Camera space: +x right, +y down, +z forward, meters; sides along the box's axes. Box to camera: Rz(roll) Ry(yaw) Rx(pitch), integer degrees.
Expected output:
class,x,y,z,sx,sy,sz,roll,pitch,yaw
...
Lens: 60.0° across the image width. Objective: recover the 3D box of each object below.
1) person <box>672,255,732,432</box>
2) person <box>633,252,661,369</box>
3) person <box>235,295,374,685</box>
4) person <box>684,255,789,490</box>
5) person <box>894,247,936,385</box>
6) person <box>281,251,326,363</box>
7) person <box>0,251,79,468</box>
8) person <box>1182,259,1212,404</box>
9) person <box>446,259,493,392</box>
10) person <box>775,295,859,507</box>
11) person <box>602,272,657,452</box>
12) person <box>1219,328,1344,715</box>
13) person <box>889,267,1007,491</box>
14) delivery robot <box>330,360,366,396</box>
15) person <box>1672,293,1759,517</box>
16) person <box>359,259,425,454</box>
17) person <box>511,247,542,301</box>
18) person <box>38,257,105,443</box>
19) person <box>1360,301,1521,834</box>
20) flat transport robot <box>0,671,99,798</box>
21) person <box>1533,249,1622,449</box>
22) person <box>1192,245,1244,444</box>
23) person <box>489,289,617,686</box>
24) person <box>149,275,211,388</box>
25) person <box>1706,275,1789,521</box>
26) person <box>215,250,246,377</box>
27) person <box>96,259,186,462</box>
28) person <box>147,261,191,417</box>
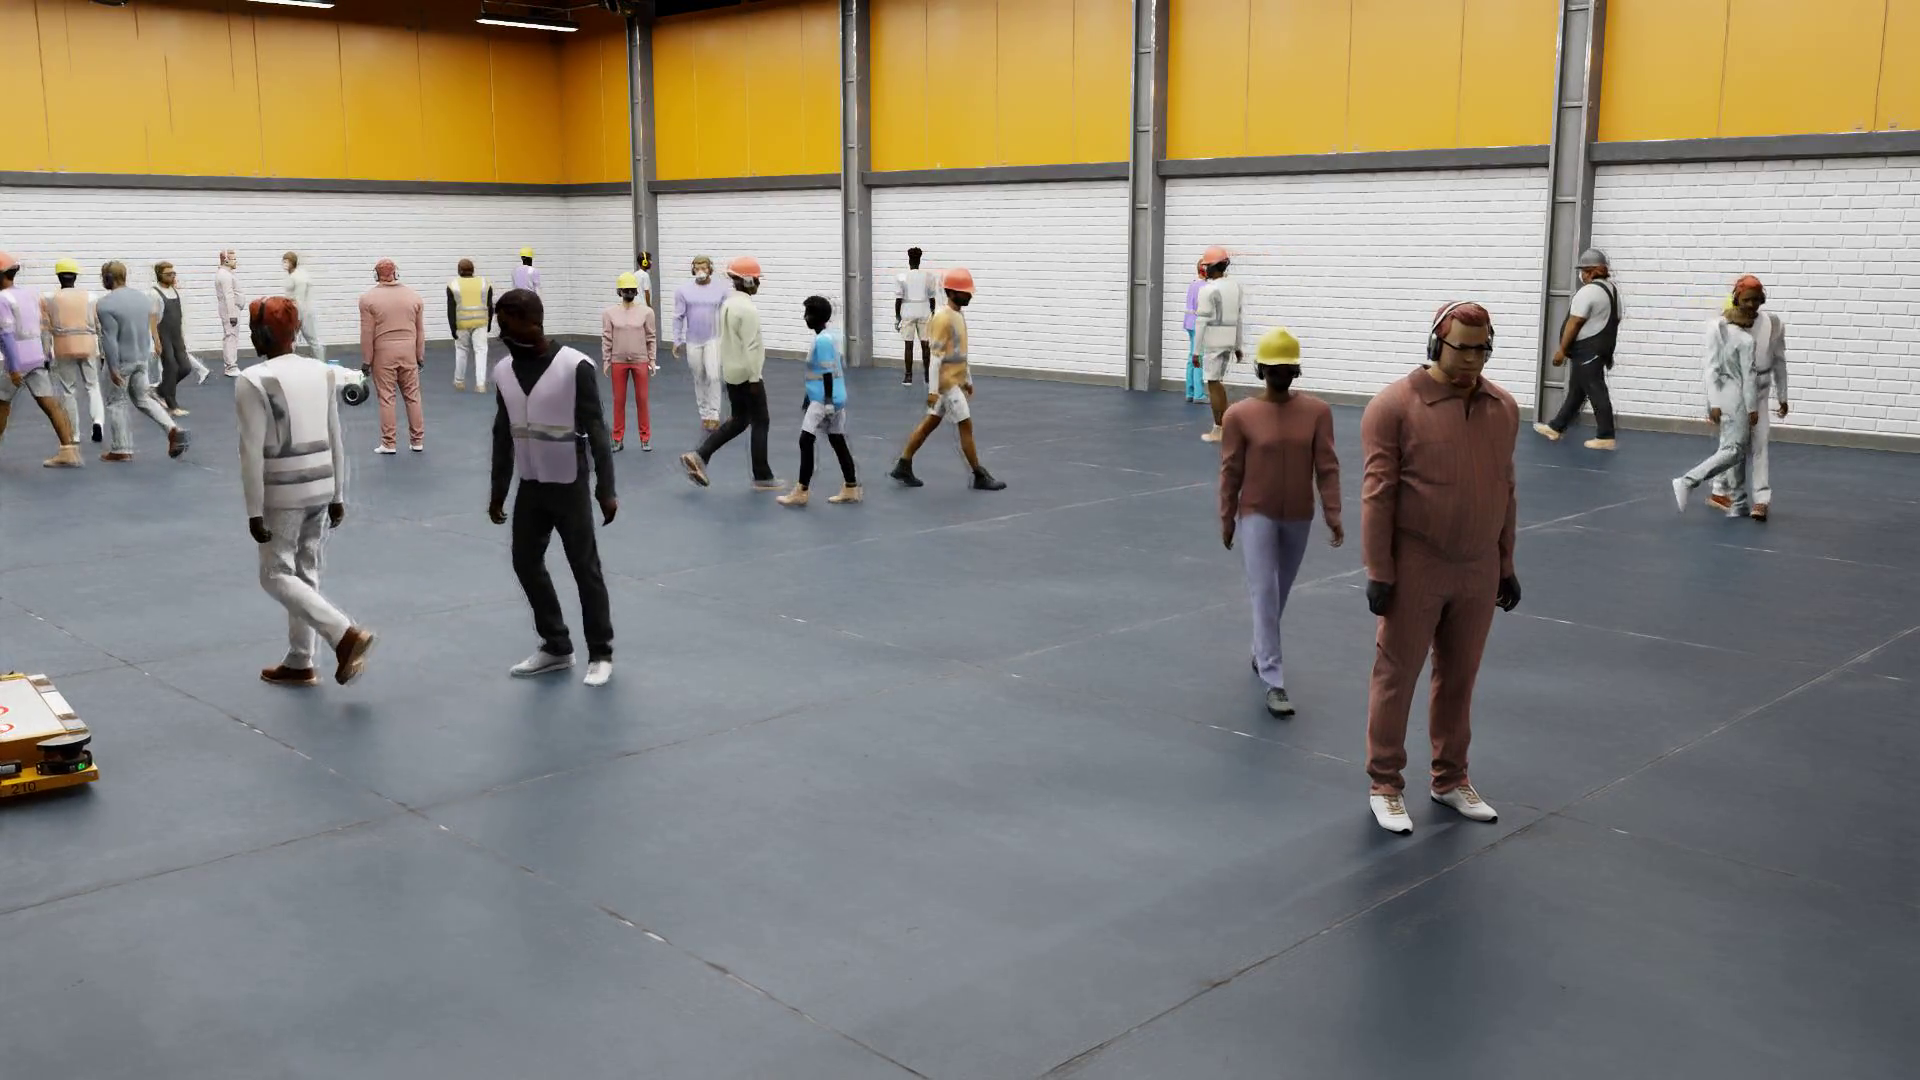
class,x,y,z,sx,sy,sz,roll,pitch,yaw
person,-2.813,-2.125,18.082,0.643,1.907,0.820,0,10,1
person,-5.039,-3.657,26.551,0.325,1.871,0.516,-7,12,-34
person,-3.035,-0.196,7.715,0.673,1.865,0.582,5,11,23
person,-1.858,-1.371,13.810,0.779,1.972,0.626,-6,12,-28
person,-0.636,-3.180,23.687,0.605,1.966,0.373,-2,11,-8
person,-9.938,-3.360,24.885,0.944,1.883,0.655,-10,14,-43
person,-8.641,-1.628,15.157,1.073,1.975,0.636,0,10,2
person,3.034,-2.644,21.110,0.390,1.839,0.564,-2,11,-11
person,-6.729,-2.943,22.843,0.629,1.797,0.885,-5,11,-23
person,-1.147,-1.085,13.102,0.769,1.657,0.546,0,10,-2
person,-3.261,-1.747,16.419,0.533,1.768,0.313,-1,10,-7
person,1.459,-0.115,7.647,0.524,1.721,0.911,-2,11,-10
person,-0.136,-1.345,13.954,1.004,1.878,0.645,2,11,13
delivery robot,-7.891,-2.028,21.001,0.707,0.478,0.477,-2,11,-10
person,5.761,-1.004,12.560,0.693,1.697,0.549,-1,10,-4
person,-5.562,-1.789,16.288,0.643,1.902,0.399,-9,14,-40
person,-7.513,-4.123,28.937,0.587,1.928,0.363,4,11,22
person,-9.026,-1.917,16.955,0.593,1.912,0.664,-9,13,-39
person,1.748,0.099,5.991,0.639,1.902,0.406,-4,11,-19
flat transport robot,-3.992,0.777,6.739,0.652,0.197,1.431,-8,13,-36
person,6.274,-1.956,16.808,0.998,2.000,0.696,10,14,42
person,2.617,-1.994,17.044,0.652,2.028,0.430,-9,14,-42
person,-1.894,-0.253,7.964,0.737,1.890,0.390,5,11,25
person,-11.073,-2.968,23.501,0.775,1.601,0.521,-6,12,-28
person,5.956,-1.079,12.596,0.661,1.839,0.849,1,10,4
person,-11.003,-3.417,25.142,0.407,1.906,0.653,-6,12,-29
person,-7.740,-1.665,15.575,0.779,1.914,0.630,4,11,19
person,-9.341,-2.357,19.550,0.475,1.834,0.532,2,11,10
